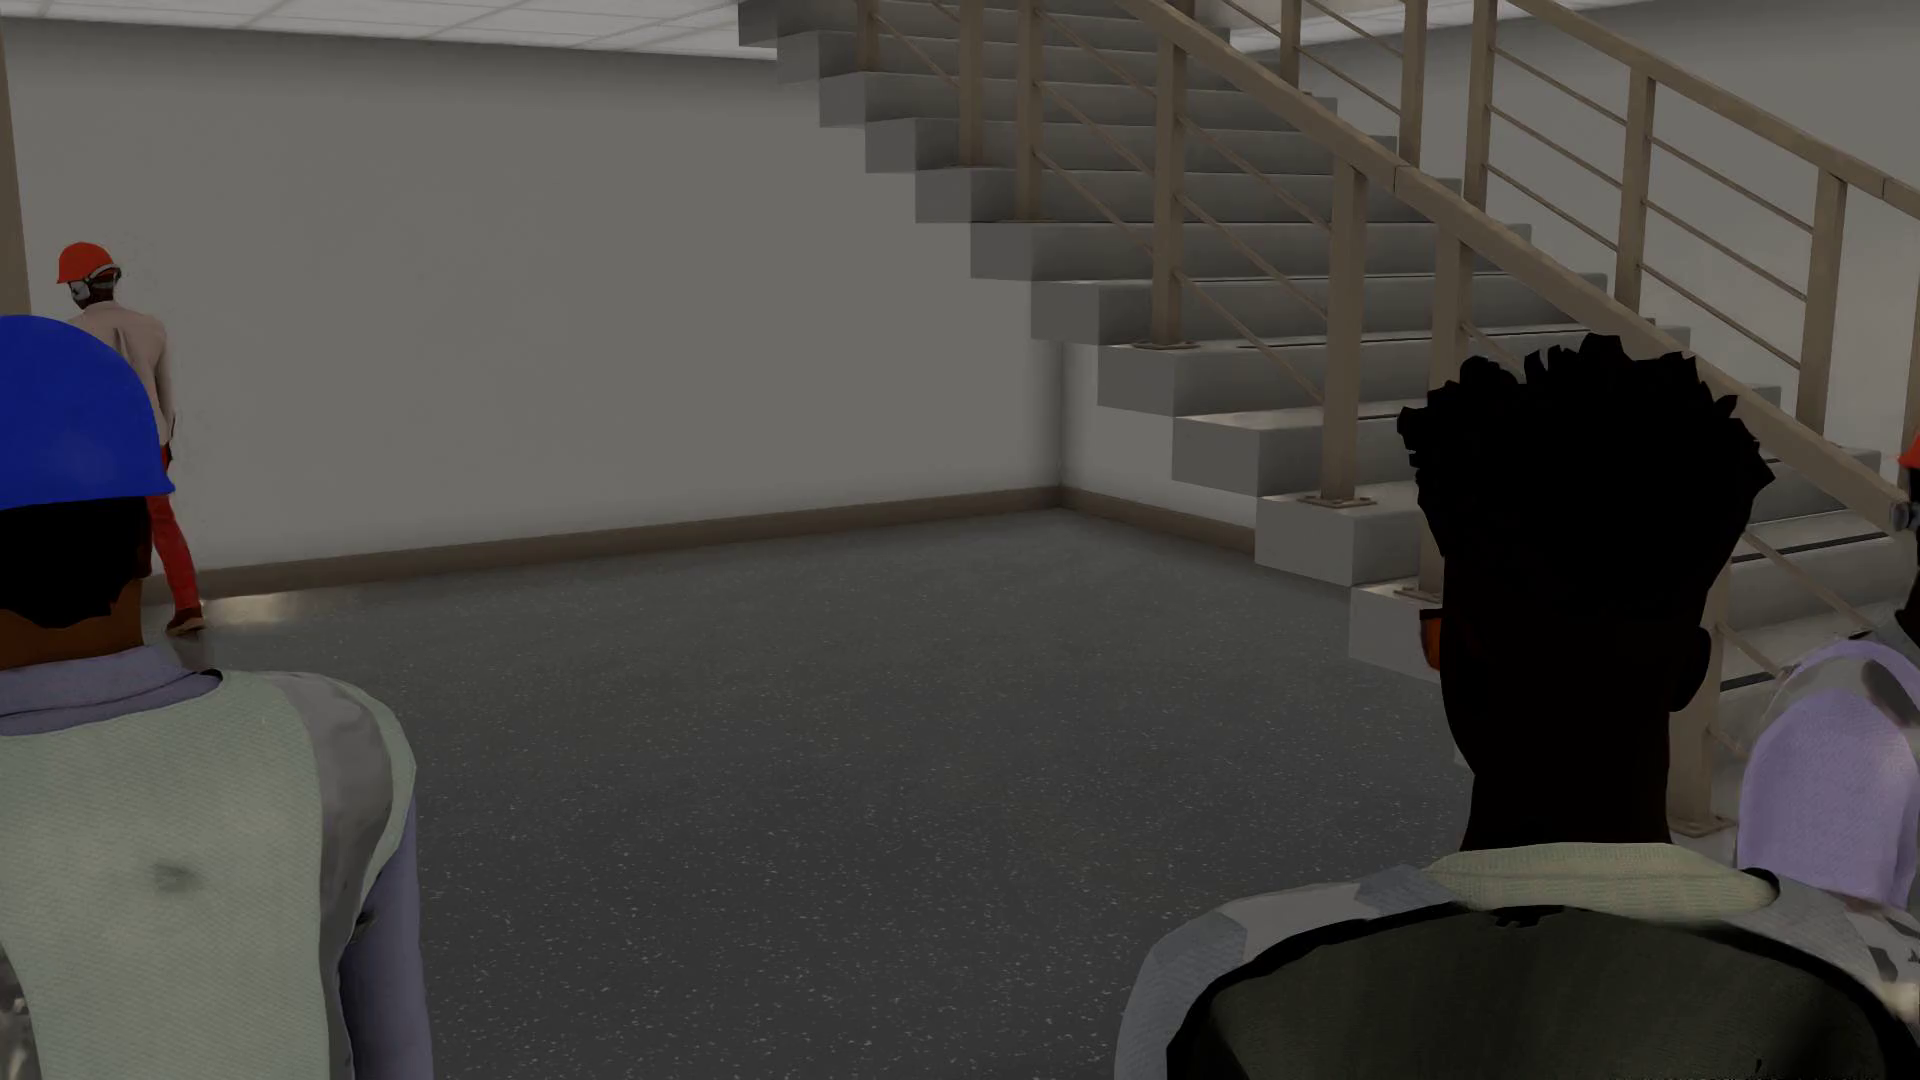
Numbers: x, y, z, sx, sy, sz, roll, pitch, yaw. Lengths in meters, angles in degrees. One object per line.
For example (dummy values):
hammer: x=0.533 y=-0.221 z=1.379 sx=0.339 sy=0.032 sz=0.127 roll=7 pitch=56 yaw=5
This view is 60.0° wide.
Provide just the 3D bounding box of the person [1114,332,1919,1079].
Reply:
person: x=0.387 y=0.834 z=1.210 sx=0.610 sy=1.951 sz=0.388 roll=-1 pitch=11 yaw=-7

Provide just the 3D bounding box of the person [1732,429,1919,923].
person: x=0.996 y=0.719 z=1.939 sx=0.577 sy=1.902 sz=0.596 roll=-10 pitch=14 yaw=-41

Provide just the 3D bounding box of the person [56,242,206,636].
person: x=-4.121 y=-0.488 z=8.177 sx=1.032 sy=1.938 sz=0.637 roll=7 pitch=13 yaw=34

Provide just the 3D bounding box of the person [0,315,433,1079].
person: x=-0.765 y=0.769 z=1.562 sx=0.404 sy=1.939 sz=0.615 roll=8 pitch=13 yaw=35
